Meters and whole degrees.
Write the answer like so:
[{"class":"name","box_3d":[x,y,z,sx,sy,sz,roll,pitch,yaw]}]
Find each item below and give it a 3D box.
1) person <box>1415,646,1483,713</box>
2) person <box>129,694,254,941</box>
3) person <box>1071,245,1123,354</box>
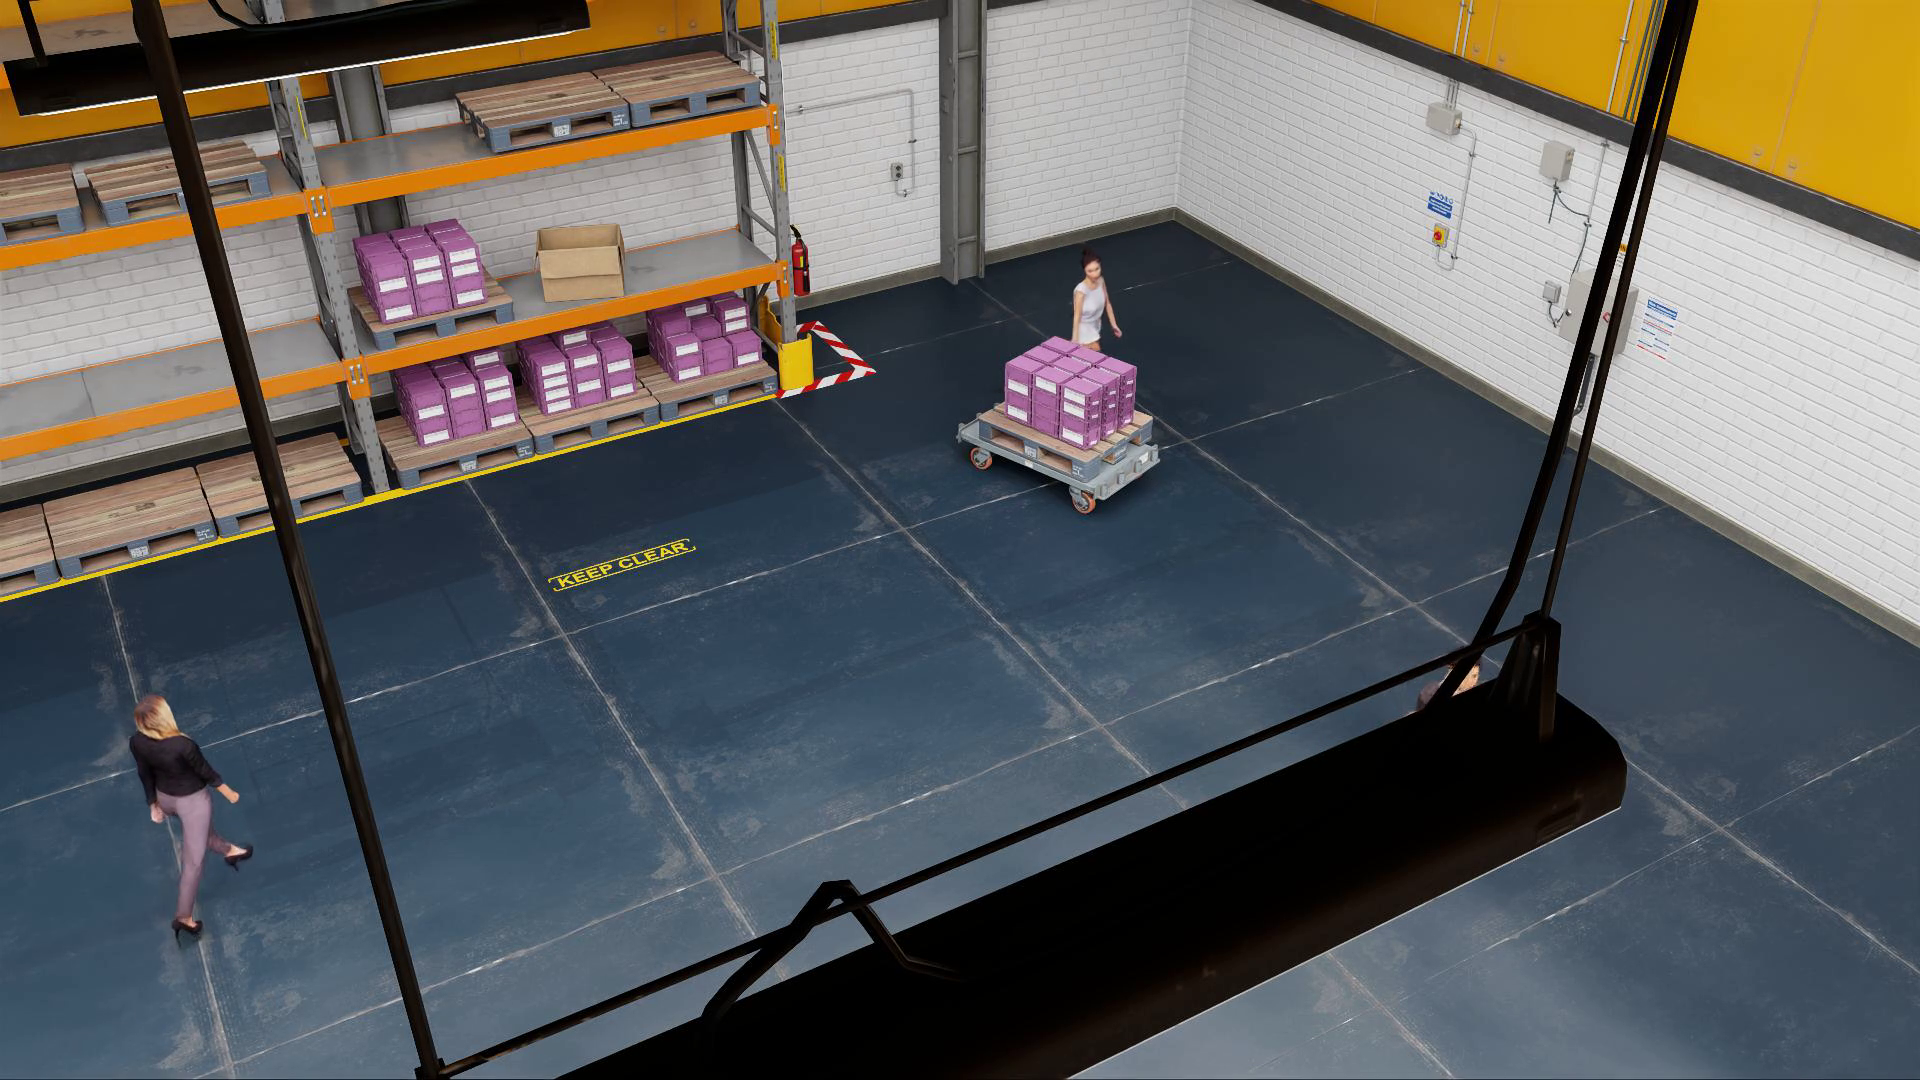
[{"class":"person","box_3d":[3.061,1.321,10.531,1.098,1.680,1.049,1,34,2]},{"class":"person","box_3d":[-4.708,1.696,10.024,1.023,1.617,1.108,10,35,14]},{"class":"person","box_3d":[1.124,-2.001,15.609,1.007,1.592,1.069,16,37,23]}]
